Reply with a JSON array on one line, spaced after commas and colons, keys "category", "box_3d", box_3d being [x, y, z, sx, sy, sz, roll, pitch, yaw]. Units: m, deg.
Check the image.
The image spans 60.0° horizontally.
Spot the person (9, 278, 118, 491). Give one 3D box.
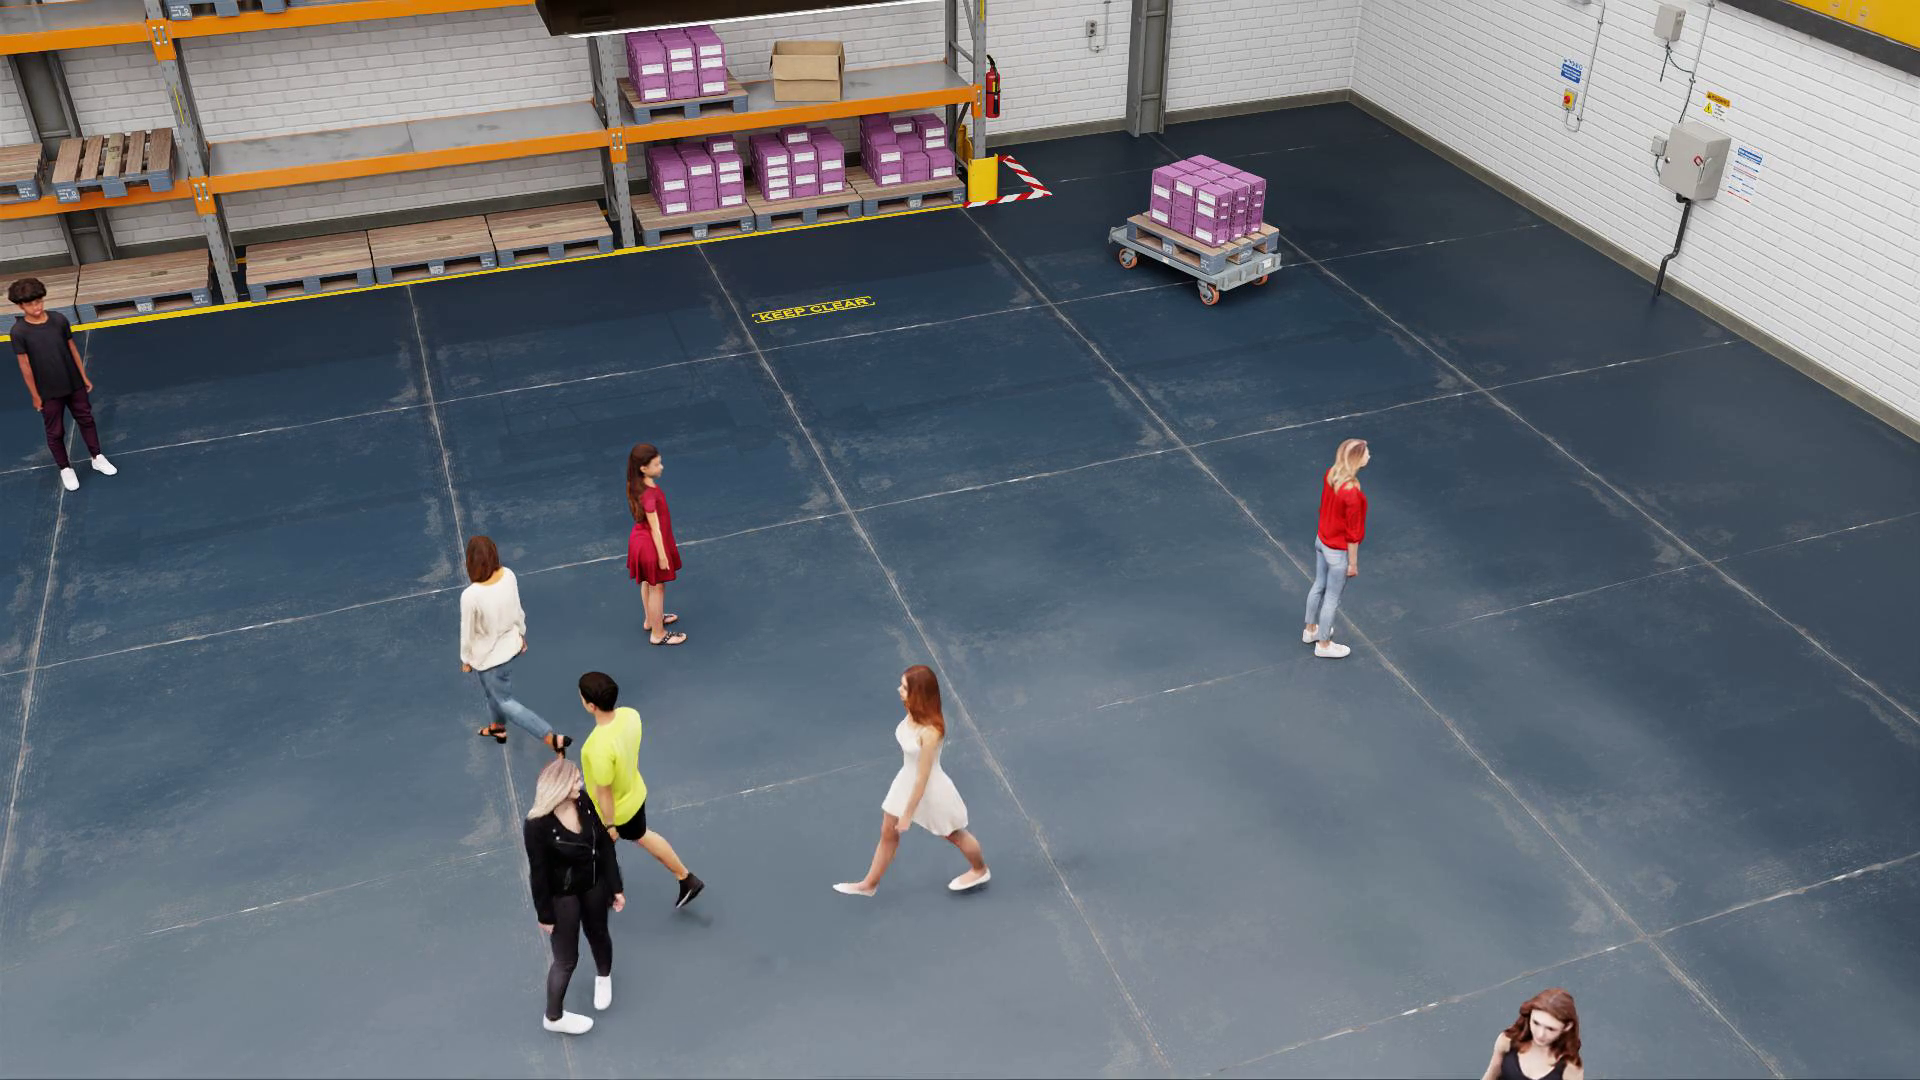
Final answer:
[{"category": "person", "box_3d": [-7.267, -1.286, 13.387, 0.767, 1.782, 0.653, 25, 41, 33]}]

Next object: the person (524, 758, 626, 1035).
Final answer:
[{"category": "person", "box_3d": [-2.043, 1.818, 8.830, 0.836, 1.657, 0.913, -27, 42, -34]}]

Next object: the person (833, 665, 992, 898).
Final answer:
[{"category": "person", "box_3d": [-0.104, 1.418, 9.430, 1.139, 1.658, 0.538, -11, 35, -16]}]

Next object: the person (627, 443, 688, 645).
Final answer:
[{"category": "person", "box_3d": [-2.160, 0.019, 11.632, 0.604, 1.551, 0.547, -13, 36, -19]}]

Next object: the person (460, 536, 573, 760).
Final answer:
[{"category": "person", "box_3d": [-2.848, 0.738, 10.461, 1.096, 1.650, 1.027, 14, 36, 21]}]

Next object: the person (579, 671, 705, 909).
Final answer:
[{"category": "person", "box_3d": [-1.847, 1.462, 9.343, 1.129, 1.683, 1.020, 11, 35, 16]}]

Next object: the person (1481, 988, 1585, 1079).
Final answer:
[{"category": "person", "box_3d": [2.574, 2.612, 7.568, 0.845, 1.731, 0.952, 21, 39, 28]}]

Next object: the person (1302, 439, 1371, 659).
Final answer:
[{"category": "person", "box_3d": [2.587, 0.048, 11.450, 0.514, 1.704, 0.629, -9, 35, -13]}]
